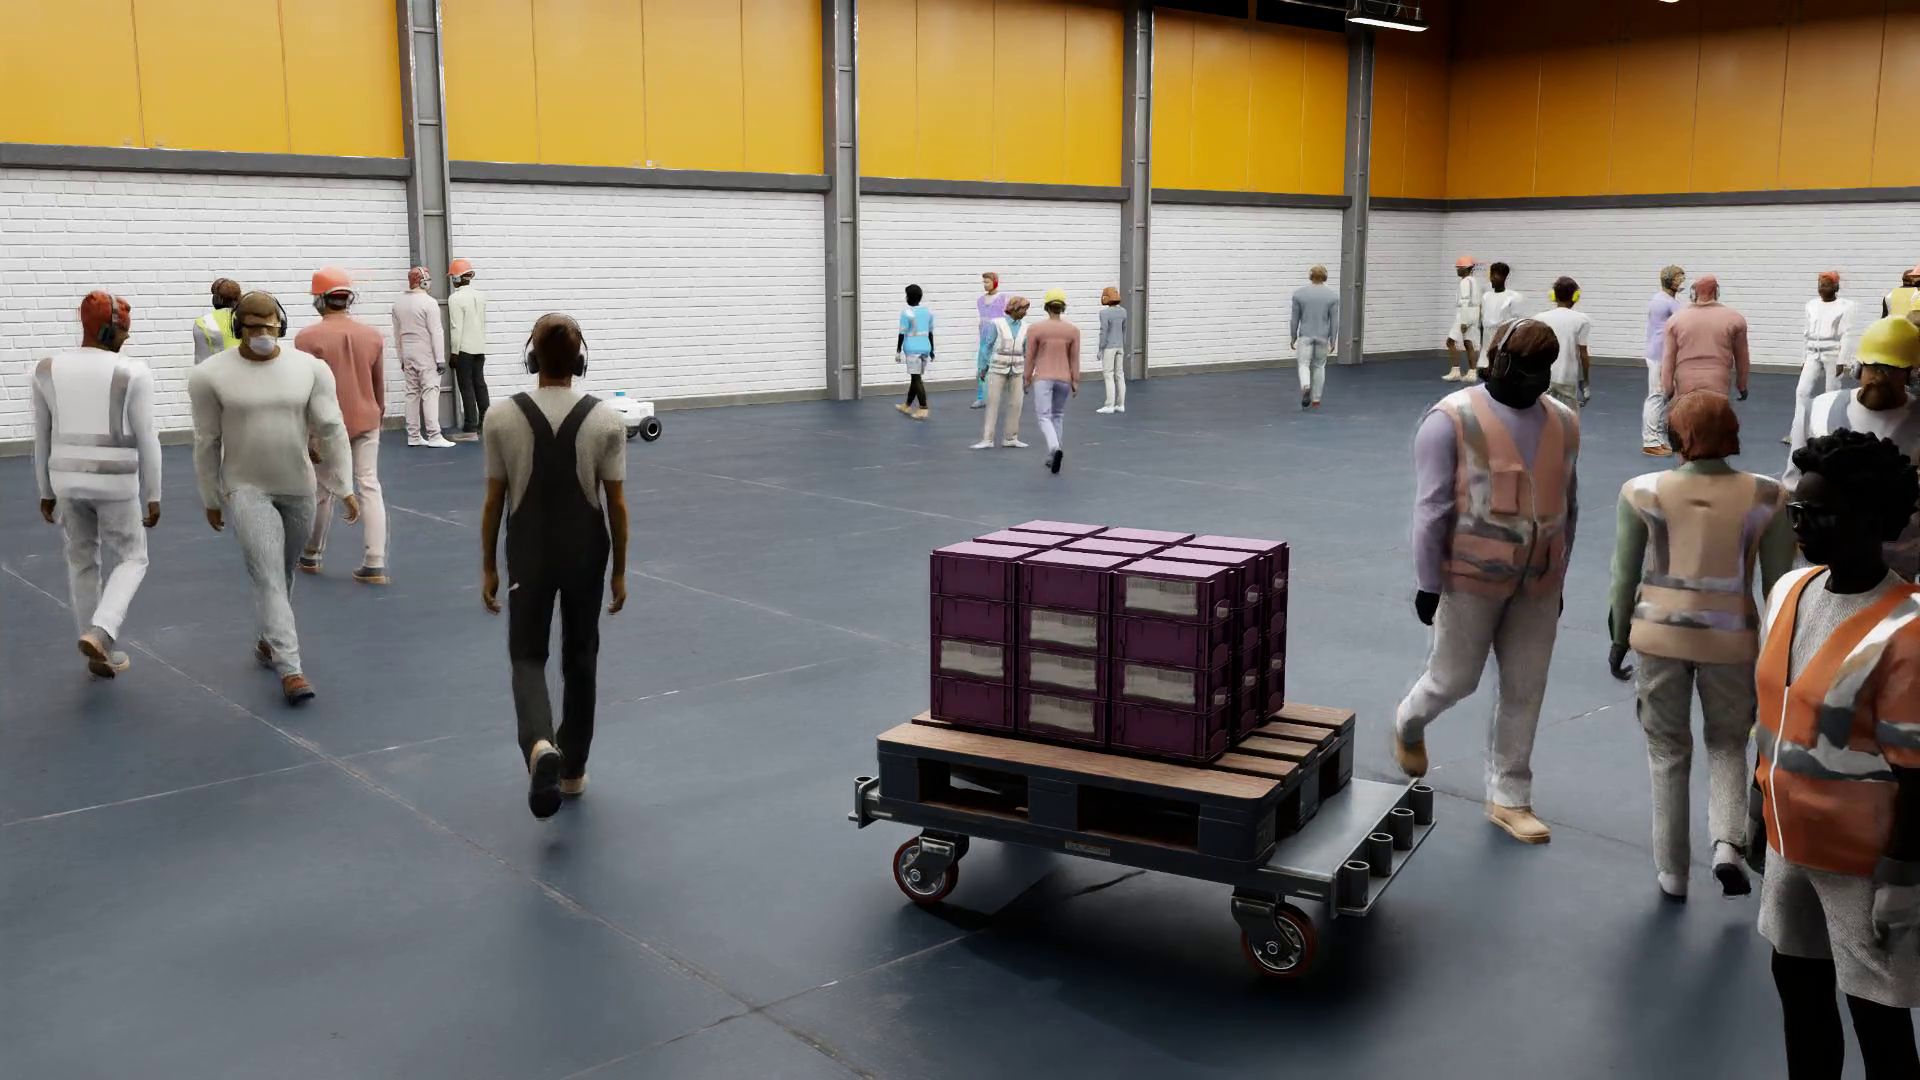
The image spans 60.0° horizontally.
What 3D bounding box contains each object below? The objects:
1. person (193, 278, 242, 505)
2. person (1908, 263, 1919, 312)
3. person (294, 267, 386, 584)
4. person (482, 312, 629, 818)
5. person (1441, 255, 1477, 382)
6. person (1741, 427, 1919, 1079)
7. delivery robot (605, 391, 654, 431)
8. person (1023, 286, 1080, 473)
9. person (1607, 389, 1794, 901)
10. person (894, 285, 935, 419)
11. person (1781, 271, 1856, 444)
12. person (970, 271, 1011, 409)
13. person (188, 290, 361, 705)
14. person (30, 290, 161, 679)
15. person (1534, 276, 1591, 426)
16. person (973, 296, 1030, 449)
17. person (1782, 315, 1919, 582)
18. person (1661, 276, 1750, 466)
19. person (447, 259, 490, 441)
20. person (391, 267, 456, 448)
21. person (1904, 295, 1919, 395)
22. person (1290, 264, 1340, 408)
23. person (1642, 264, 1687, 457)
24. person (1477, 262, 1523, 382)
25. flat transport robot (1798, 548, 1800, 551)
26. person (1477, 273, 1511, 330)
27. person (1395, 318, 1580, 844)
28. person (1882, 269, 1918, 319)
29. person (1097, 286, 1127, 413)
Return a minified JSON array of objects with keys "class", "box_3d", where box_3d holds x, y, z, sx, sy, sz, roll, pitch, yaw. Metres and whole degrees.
[{"class":"person","box_3d":[-5.950,-1.213,13.619,0.429,1.847,0.625,9,13,42]},{"class":"person","box_3d":[12.469,-2.639,21.676,0.347,1.943,0.544,4,10,20]},{"class":"person","box_3d":[-3.918,-0.722,10.425,1.005,1.942,0.640,8,13,40]},{"class":"person","box_3d":[-1.445,0.104,5.973,0.544,1.821,0.713,-2,10,-14]},{"class":"person","box_3d":[8.038,-3.548,26.737,0.697,2.020,0.645,6,11,30]},{"class":"person","box_3d":[1.782,0.616,3.368,0.323,1.688,0.536,-1,10,-6]},{"class":"delivery robot","box_3d":[-3.693,-1.384,18.110,0.477,0.478,0.707,9,13,43]},{"class":"person","box_3d":[0.888,-1.504,15.608,0.521,1.742,0.763,-3,10,-15]},{"class":"person","box_3d":[2.283,0.343,5.154,0.538,1.616,0.401,4,10,20]},{"class":"person","box_3d":[-0.626,-2.349,20.794,0.767,1.663,0.552,9,13,41]},{"class":"person","box_3d":[9.099,-1.907,17.630,0.826,1.854,0.603,-5,11,-29]},{"class":"person","box_3d":[0.476,-2.677,22.245,0.572,1.822,0.808,8,13,39]},{"class":"person","box_3d":[-3.208,-0.220,7.761,0.647,1.881,1.064,-7,12,-34]},{"class":"person","box_3d":[-4.067,-0.233,7.811,0.609,1.870,0.587,-1,10,-6]},{"class":"person","box_3d":[5.187,-1.351,14.419,0.563,1.840,0.673,6,11,31]},{"class":"person","box_3d":[0.442,-1.744,17.417,0.652,1.609,0.329,-4,11,-25]},{"class":"person","box_3d":[3.415,0.055,6.290,0.619,1.815,0.535,8,12,38]},{"class":"person","box_3d":[6.326,-1.304,14.127,0.655,1.847,1.029,6,11,31]},{"class":"person","box_3d":[-5.429,-2.088,18.299,0.396,1.992,0.622,3,10,17]},{"class":"person","box_3d":[-5.676,-1.926,17.604,0.637,1.911,0.403,6,11,30]},{"class":"person","box_3d":[7.460,-1.053,12.981,0.487,1.743,0.299,-3,10,-17]},{"class":"person","box_3d":[4.671,-2.672,21.918,0.632,1.923,0.708,2,10,11]},{"class":"person","box_3d":[7.147,-1.807,16.833,0.404,1.934,0.656,6,11,32]},{"class":"person","box_3d":[6.699,-2.457,20.564,0.535,1.953,0.603,-6,12,-33]},{"class":"flat transport robot","box_3d":[6.352,-0.010,11.173,1.431,0.197,0.652,6,11,32]},{"class":"person","box_3d":[9.154,-3.764,28.522,0.519,1.860,0.318,3,10,15]},{"class":"person","box_3d":[1.873,0.115,5.945,0.638,1.817,0.714,-2,10,-12]},{"class":"person","box_3d":[13.158,-2.838,23.141,0.429,1.842,0.633,-6,11,-31]},{"class":"person","box_3d":[1.963,-2.458,21.526,0.507,1.630,0.268,-9,14,-44]}]
